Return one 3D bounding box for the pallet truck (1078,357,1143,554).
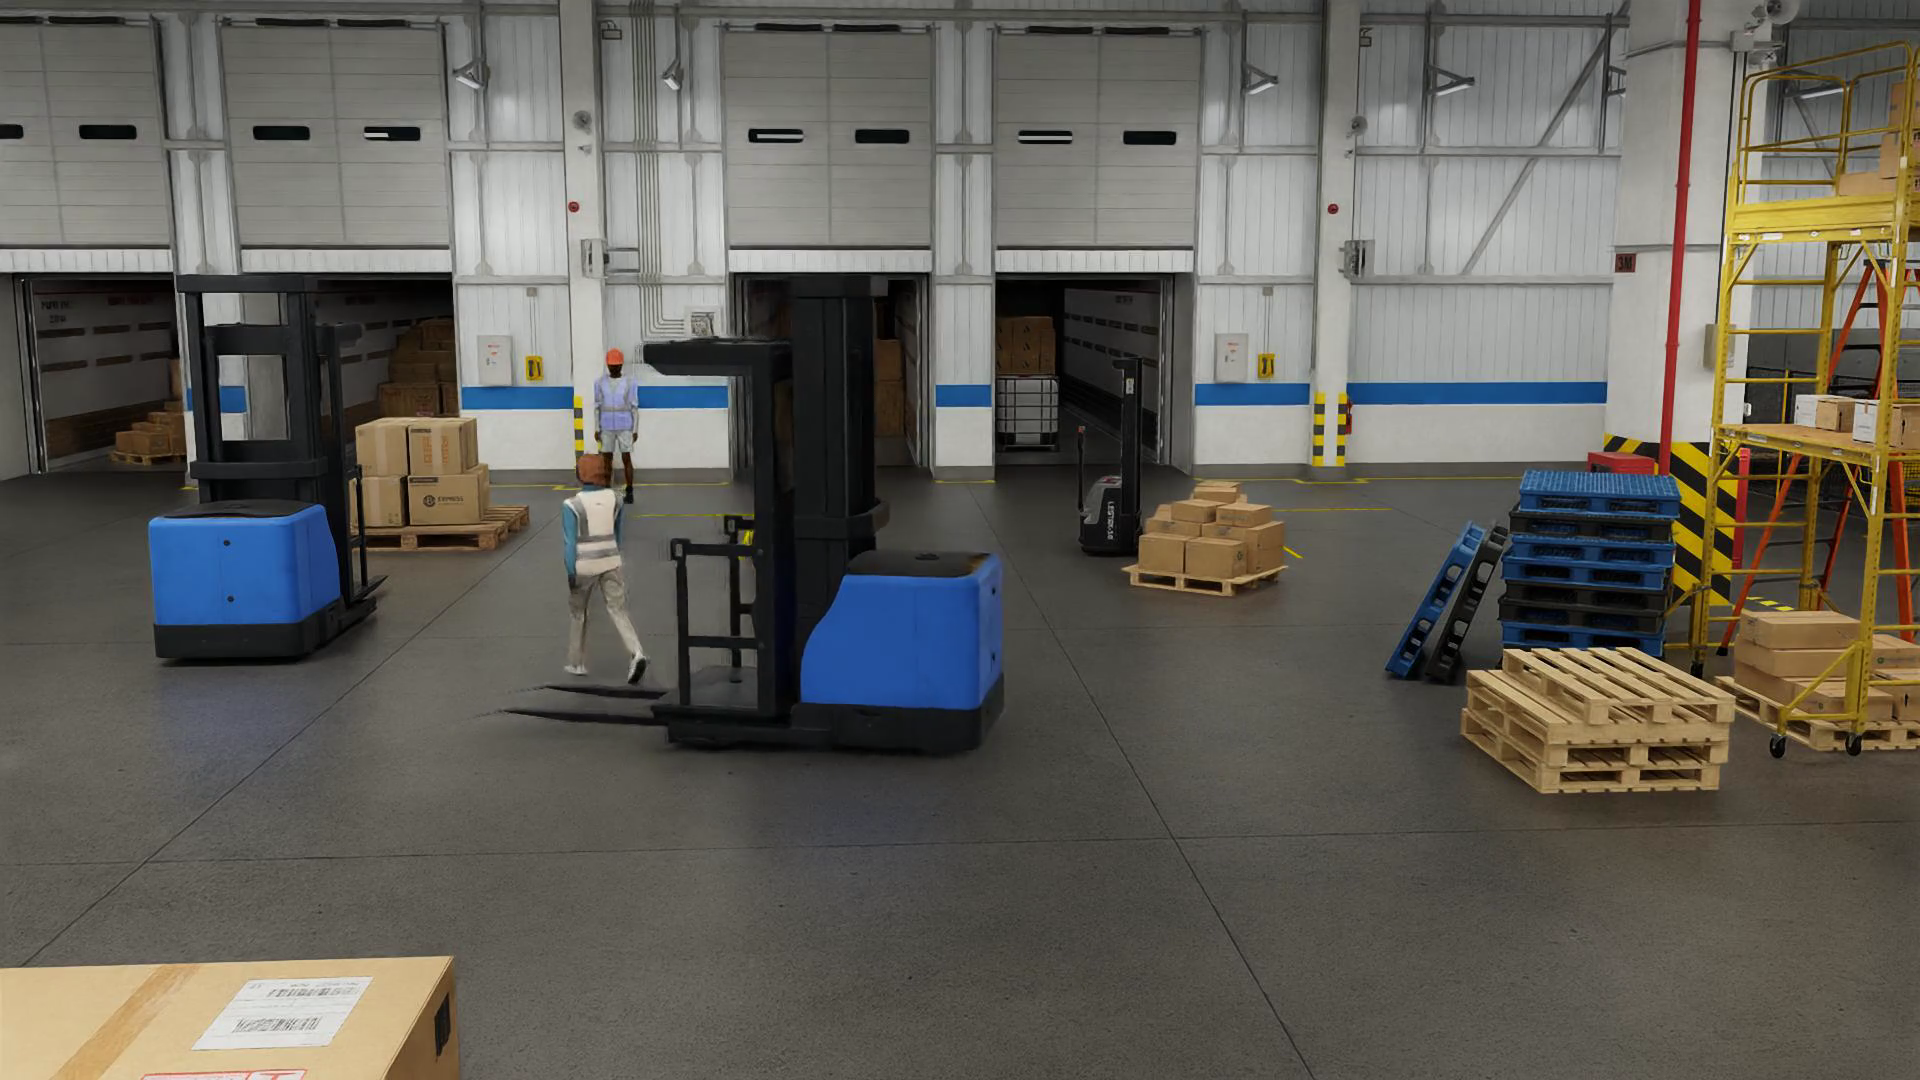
[{"bbox_3d":[2.088,-0.836,16.757,1.885,1.965,0.823,2,9,13],"label":"pallet truck"}]

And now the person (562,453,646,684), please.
[{"bbox_3d":[-2.486,0.196,11.506,0.507,1.603,0.804,-8,12,-42],"label":"person"}]

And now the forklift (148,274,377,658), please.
[{"bbox_3d":[-5.348,-0.627,12.681,1.129,2.768,1.873,-1,9,-4],"label":"forklift"}]

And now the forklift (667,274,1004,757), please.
[{"bbox_3d":[-0.719,-0.210,10.065,1.873,2.768,1.129,2,9,10],"label":"forklift"}]

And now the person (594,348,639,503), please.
[{"bbox_3d":[-4.241,-1.400,20.531,0.550,1.928,0.389,0,9,1],"label":"person"}]
